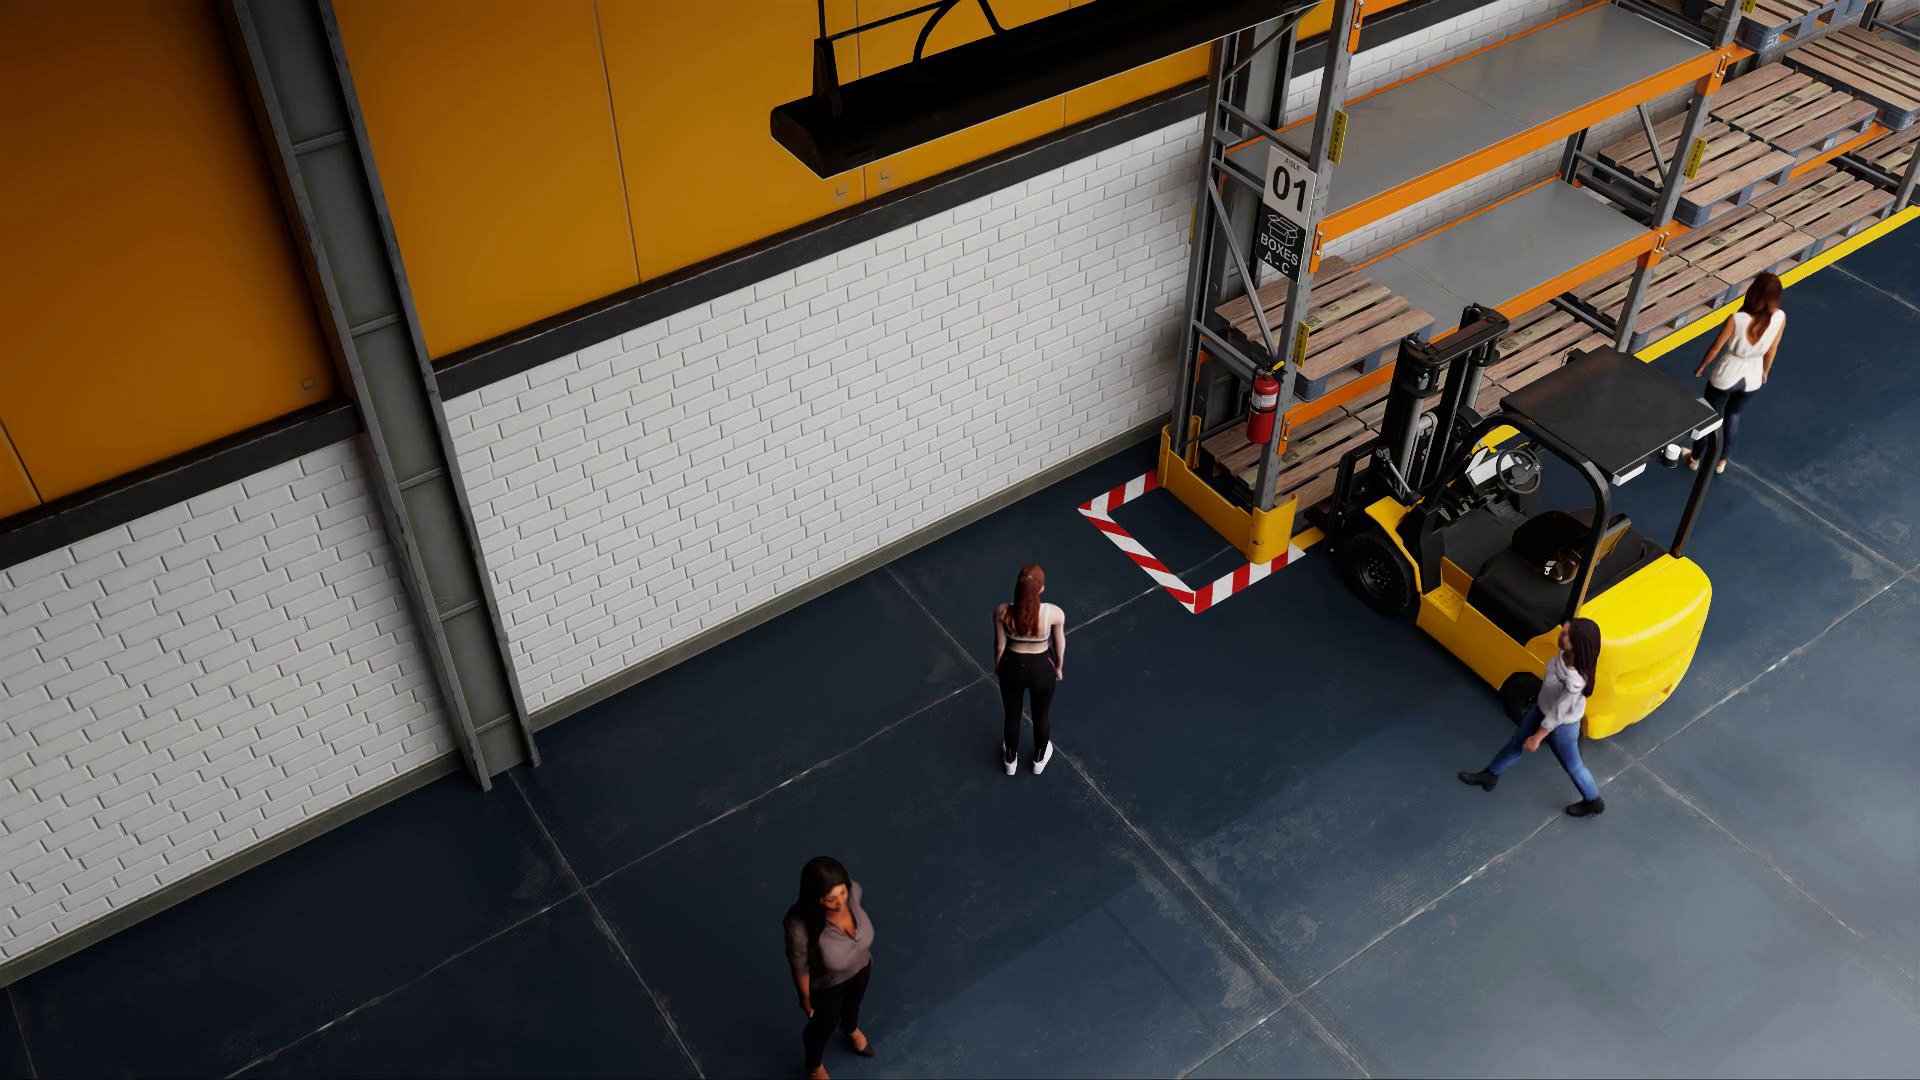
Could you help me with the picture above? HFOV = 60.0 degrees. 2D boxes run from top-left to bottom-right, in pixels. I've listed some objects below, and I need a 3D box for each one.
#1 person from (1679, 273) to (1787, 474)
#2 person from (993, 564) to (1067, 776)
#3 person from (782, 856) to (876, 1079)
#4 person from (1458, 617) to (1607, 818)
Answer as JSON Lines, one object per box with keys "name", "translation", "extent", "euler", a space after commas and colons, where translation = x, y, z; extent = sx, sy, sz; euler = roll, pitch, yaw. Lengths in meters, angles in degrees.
{"name": "person", "translation": [5.675, -1.150, 12.138], "extent": [0.717, 1.779, 0.801], "euler": [1, 44, 1]}
{"name": "person", "translation": [0.411, 0.804, 10.114], "extent": [0.651, 1.742, 0.728], "euler": [3, 44, 3]}
{"name": "person", "translation": [-0.664, 2.221, 8.554], "extent": [0.762, 1.842, 0.619], "euler": [31, 51, 28]}
{"name": "person", "translation": [3.657, 1.101, 9.916], "extent": [1.135, 1.584, 1.115], "euler": [9, 44, 10]}
